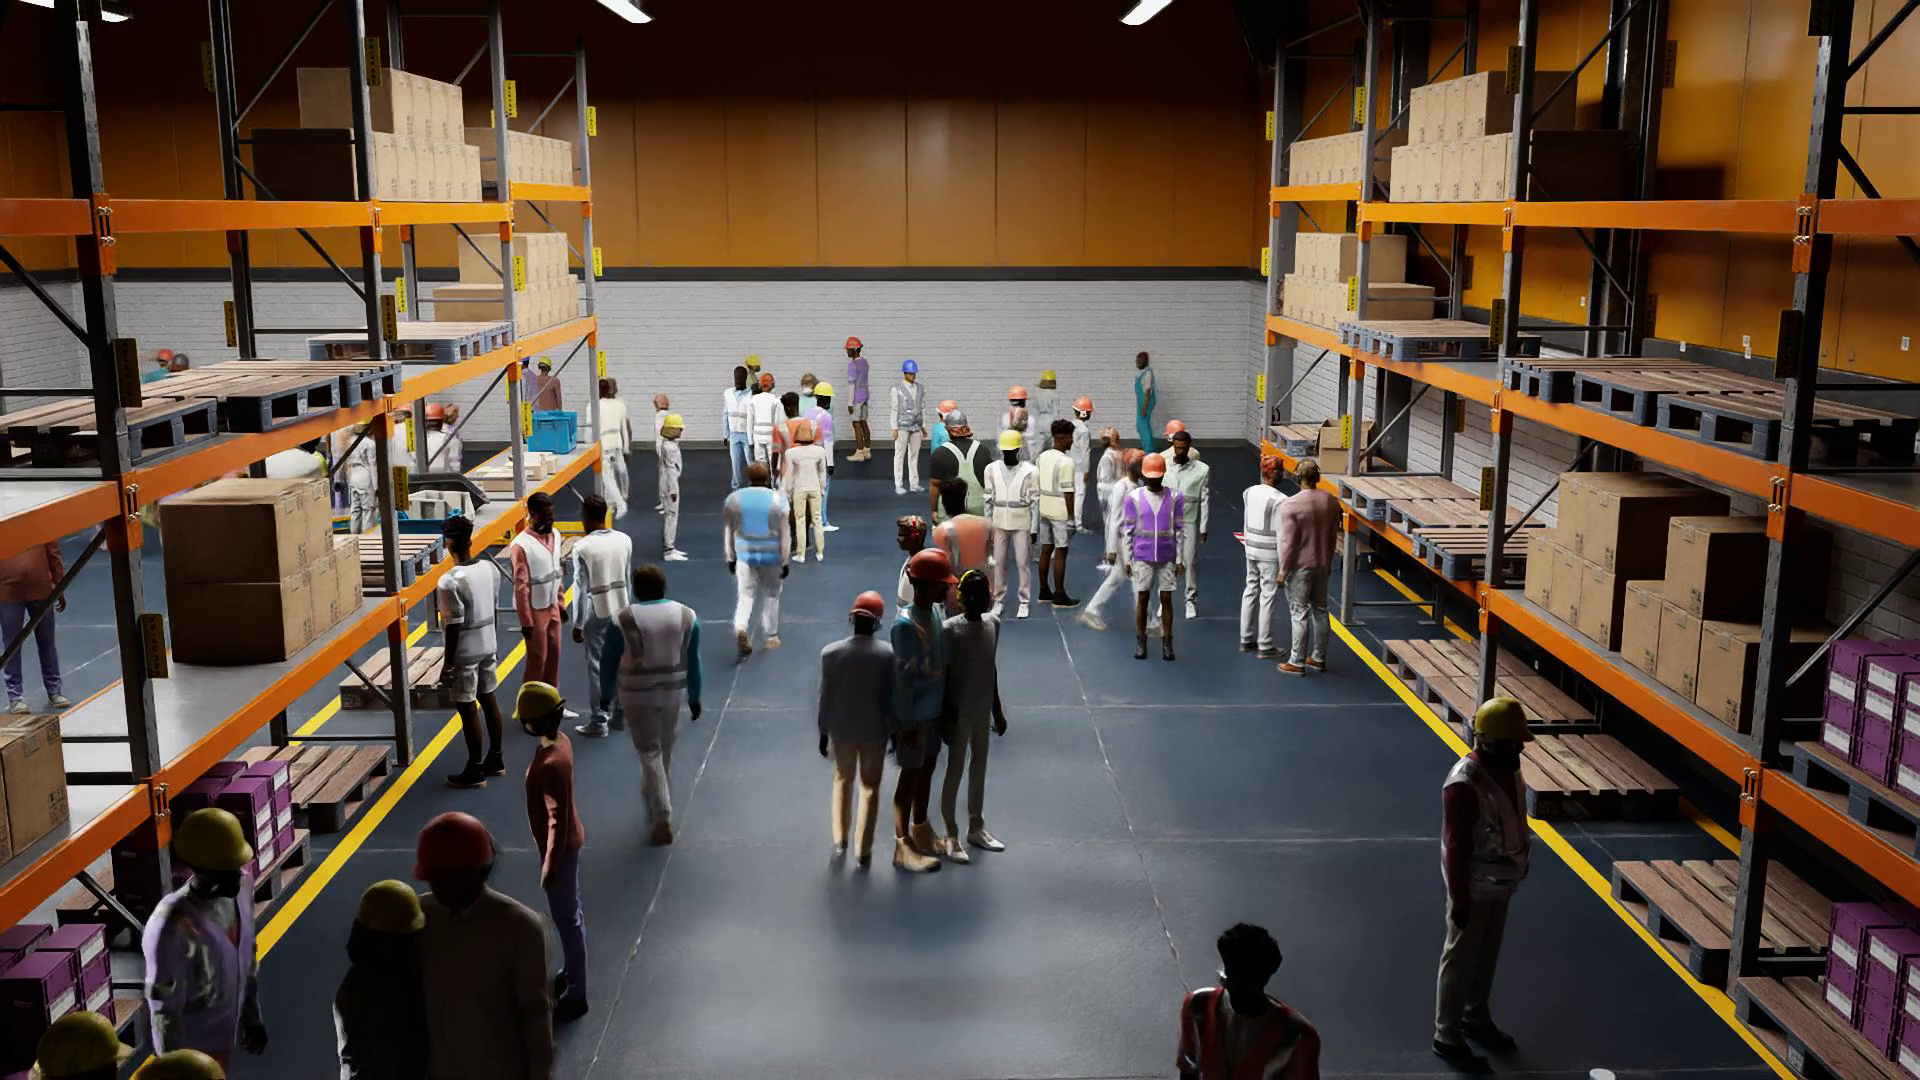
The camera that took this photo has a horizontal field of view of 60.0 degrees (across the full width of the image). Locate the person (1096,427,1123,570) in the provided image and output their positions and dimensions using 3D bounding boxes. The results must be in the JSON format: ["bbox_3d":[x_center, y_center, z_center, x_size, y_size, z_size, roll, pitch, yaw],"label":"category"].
[{"bbox_3d":[1.718,-0.477,19.033,0.311,1.638,0.523,4,12,18],"label":"person"}]

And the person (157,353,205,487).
[{"bbox_3d":[-11.349,-1.722,24.266,0.706,2.000,0.542,-4,12,-20],"label":"person"}]

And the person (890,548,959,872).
[{"bbox_3d":[-0.213,1.049,10.395,0.409,2.035,0.609,4,12,20],"label":"person"}]

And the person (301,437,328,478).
[{"bbox_3d":[-7.262,-0.439,18.692,0.318,1.700,0.535,-10,15,-42],"label":"person"}]

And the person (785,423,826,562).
[{"bbox_3d":[-1.804,-0.552,19.425,0.501,1.633,0.286,-5,12,-22],"label":"person"}]

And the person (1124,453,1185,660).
[{"bbox_3d":[1.770,0.150,15.186,0.549,1.924,0.386,1,11,3],"label":"person"}]

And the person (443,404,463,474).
[{"bbox_3d":[-6.542,-0.937,21.362,0.320,1.631,0.523,-8,14,-36],"label":"person"}]

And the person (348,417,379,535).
[{"bbox_3d":[-7.064,-0.673,19.794,0.489,1.734,0.357,8,14,34],"label":"person"}]

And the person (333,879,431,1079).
[{"bbox_3d":[-2.114,2.055,6.122,0.459,1.729,0.503,4,12,21],"label":"person"}]

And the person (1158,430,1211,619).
[{"bbox_3d":[2.223,-0.166,16.794,0.590,1.912,0.388,3,12,15],"label":"person"}]

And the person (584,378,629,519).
[{"bbox_3d":[-4.690,-1.233,22.259,0.848,1.878,0.591,10,15,40],"label":"person"}]

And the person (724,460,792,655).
[{"bbox_3d":[-1.868,0.170,15.335,0.632,1.819,0.738,2,11,8],"label":"person"}]

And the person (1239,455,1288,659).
[{"bbox_3d":[2.807,0.149,15.311,0.354,1.876,0.574,-6,13,-29],"label":"person"}]

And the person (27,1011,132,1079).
[{"bbox_3d":[-2.636,2.258,5.083,0.480,1.735,0.318,10,15,42],"label":"person"}]

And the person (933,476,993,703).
[{"bbox_3d":[-0.042,0.420,13.765,0.621,1.939,0.736,-8,14,-35],"label":"person"}]

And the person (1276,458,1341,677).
[{"bbox_3d":[3.055,0.243,14.682,0.627,1.936,0.376,-6,13,-29],"label":"person"}]

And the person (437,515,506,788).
[{"bbox_3d":[-3.505,0.789,11.868,0.362,1.961,0.613,4,12,18],"label":"person"}]

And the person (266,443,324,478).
[{"bbox_3d":[-6.831,-0.230,17.078,0.656,1.917,0.529,0,11,-2],"label":"person"}]

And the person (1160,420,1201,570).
[{"bbox_3d":[2.449,-0.493,18.848,0.571,1.744,0.350,-6,13,-28],"label":"person"}]

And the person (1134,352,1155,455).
[{"bbox_3d":[3.011,-2.194,27.231,0.449,1.802,0.570,-3,12,-13],"label":"person"}]

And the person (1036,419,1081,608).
[{"bbox_3d":[1.010,-0.275,17.221,0.371,1.955,0.609,-6,13,-29],"label":"person"}]

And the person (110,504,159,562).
[{"bbox_3d":[-9.694,-0.570,19.585,0.505,1.605,0.736,6,13,28],"label":"person"}]

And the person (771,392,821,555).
[{"bbox_3d":[-1.958,-0.806,19.960,0.636,1.933,0.483,-6,13,-27],"label":"person"}]

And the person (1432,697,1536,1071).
[{"bbox_3d":[2.522,1.632,8.002,0.403,1.823,0.596,10,15,42],"label":"person"}]

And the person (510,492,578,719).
[{"bbox_3d":[-3.341,0.554,13.204,0.386,1.906,0.601,3,12,17],"label":"person"}]

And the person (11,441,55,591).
[{"bbox_3d":[-9.972,-0.308,17.865,0.524,1.769,0.314,2,12,11],"label":"person"}]

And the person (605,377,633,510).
[{"bbox_3d":[-4.765,-1.331,22.837,0.534,1.826,0.430,-1,11,-4],"label":"person"}]

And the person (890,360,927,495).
[{"bbox_3d":[-0.739,-1.639,24.084,0.601,1.948,0.386,-8,14,-36],"label":"person"}]

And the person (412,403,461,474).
[{"bbox_3d":[-6.013,-0.612,19.074,0.553,1.909,0.912,0,11,-2],"label":"person"}]

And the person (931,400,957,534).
[{"bbox_3d":[-0.175,-0.893,20.871,0.354,1.737,0.576,-2,11,-11],"label":"person"}]

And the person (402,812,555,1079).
[{"bbox_3d":[-1.779,1.933,6.091,0.638,1.986,0.415,4,12,18],"label":"person"}]
